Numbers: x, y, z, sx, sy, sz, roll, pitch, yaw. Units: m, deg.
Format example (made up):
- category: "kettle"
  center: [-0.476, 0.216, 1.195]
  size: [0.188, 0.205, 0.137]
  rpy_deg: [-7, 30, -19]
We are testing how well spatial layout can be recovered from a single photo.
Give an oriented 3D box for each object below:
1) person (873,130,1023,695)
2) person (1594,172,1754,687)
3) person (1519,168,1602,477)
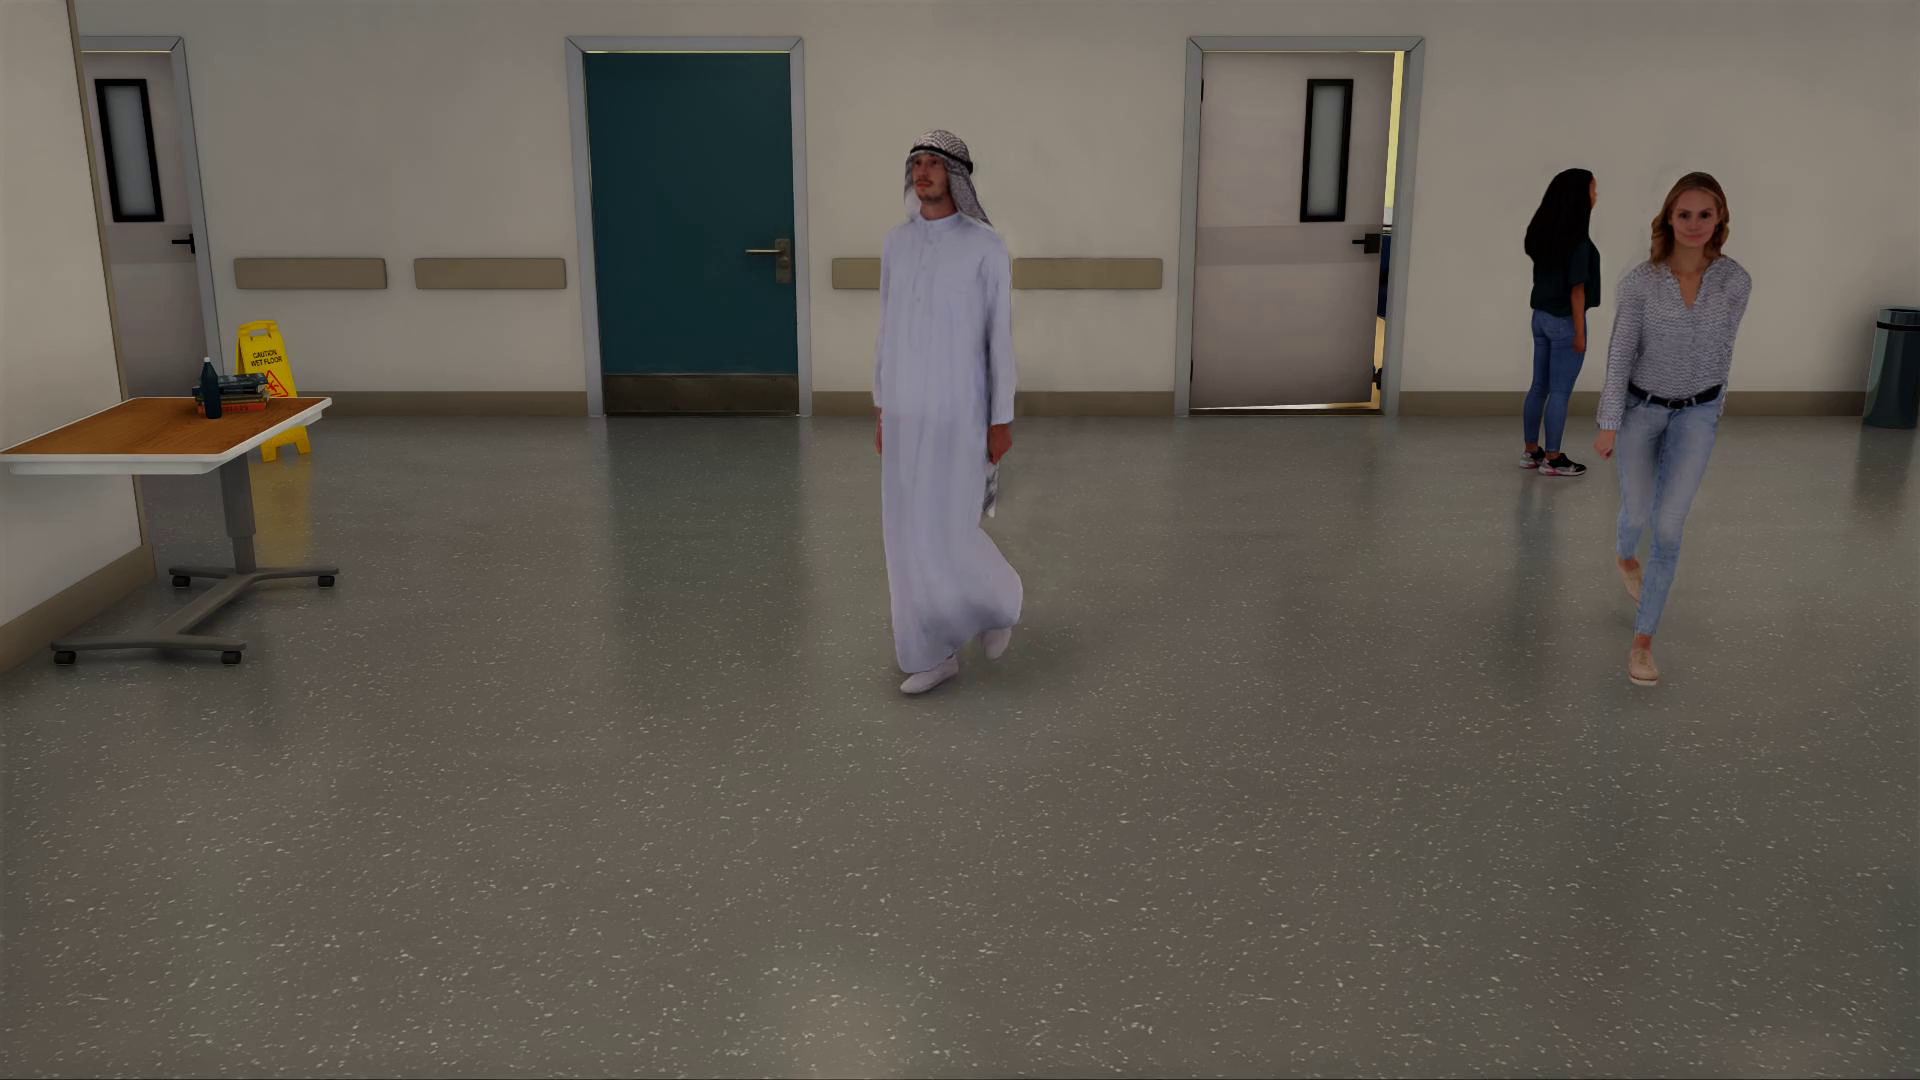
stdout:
- category: "person"
  center: [-0.022, -0.439, 5.780]
  size: [0.943, 1.913, 0.974]
  rpy_deg: [10, 19, 32]
- category: "person"
  center: [2.527, -0.400, 5.977]
  size: [1.222, 1.732, 0.904]
  rpy_deg: [4, 16, 14]
- category: "person"
  center: [3.209, -1.169, 8.919]
  size: [0.641, 1.616, 0.640]
  rpy_deg: [-3, 16, -10]
